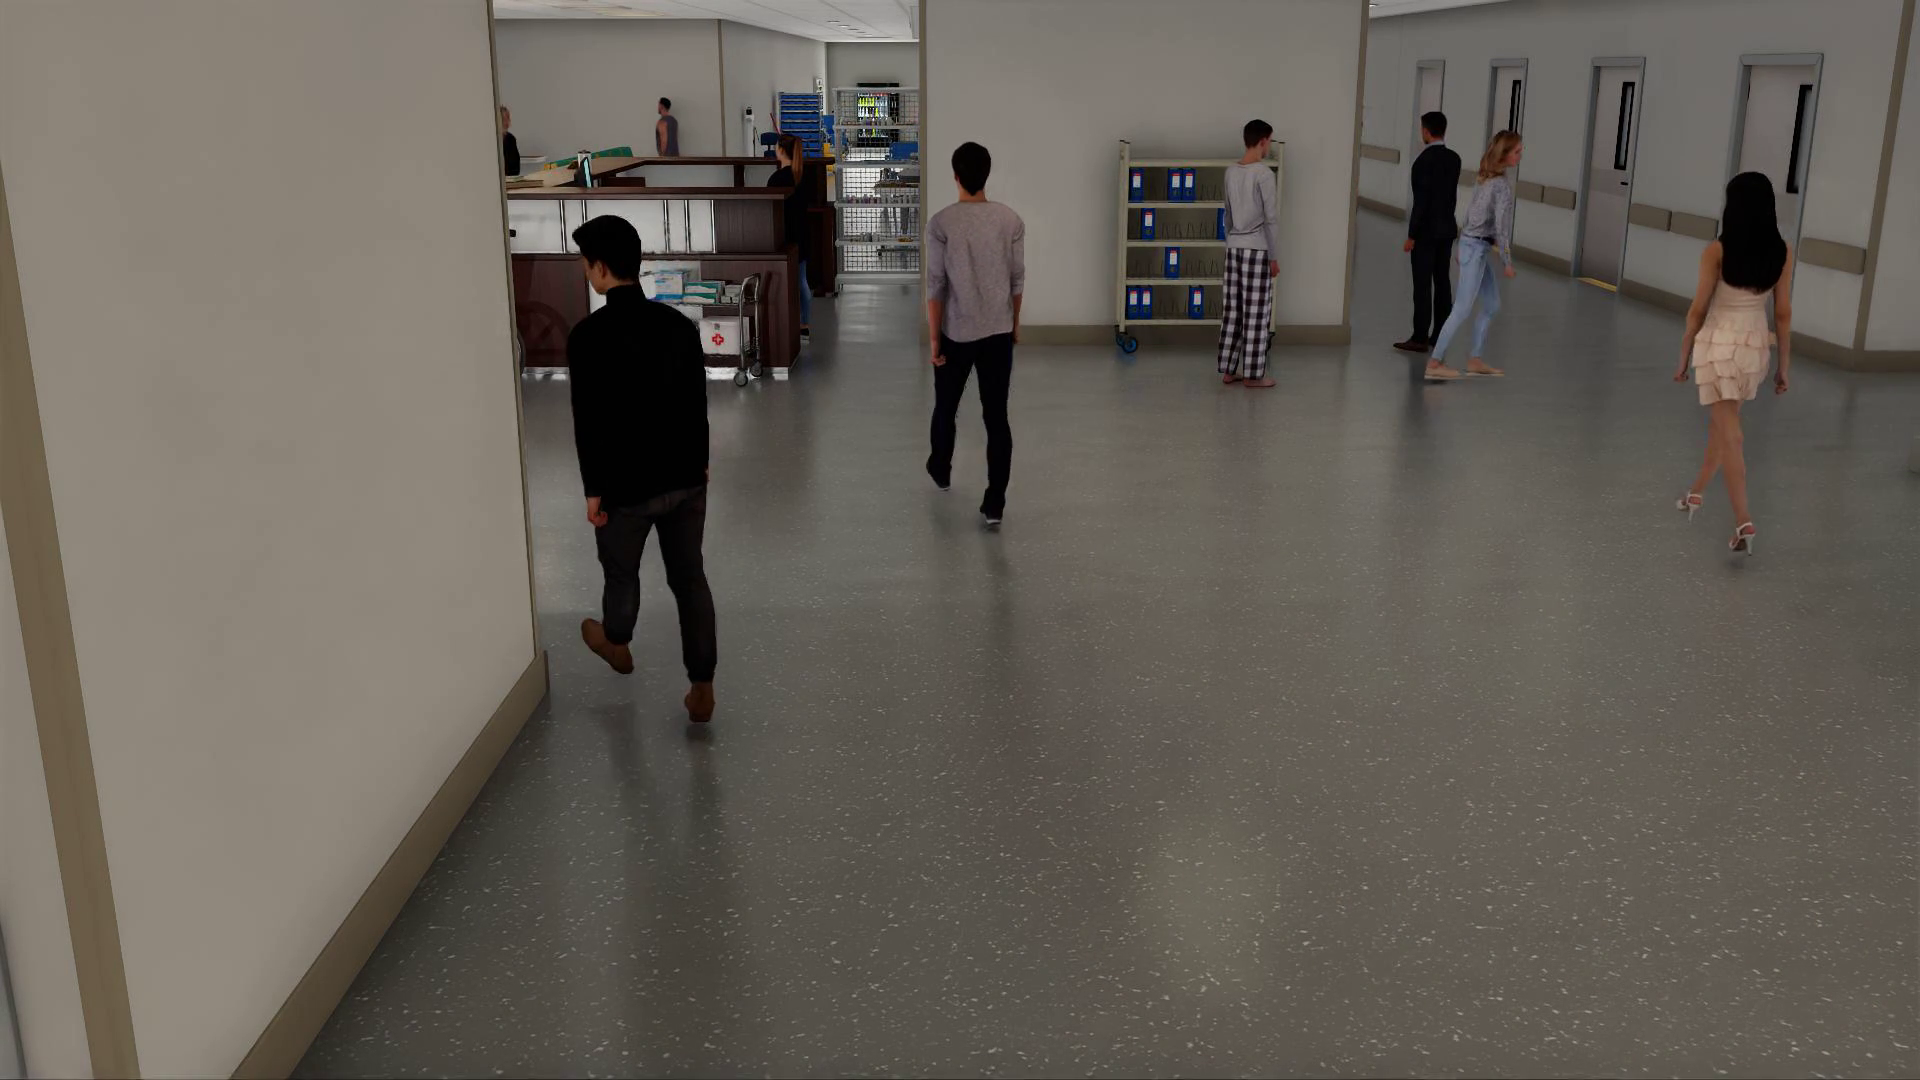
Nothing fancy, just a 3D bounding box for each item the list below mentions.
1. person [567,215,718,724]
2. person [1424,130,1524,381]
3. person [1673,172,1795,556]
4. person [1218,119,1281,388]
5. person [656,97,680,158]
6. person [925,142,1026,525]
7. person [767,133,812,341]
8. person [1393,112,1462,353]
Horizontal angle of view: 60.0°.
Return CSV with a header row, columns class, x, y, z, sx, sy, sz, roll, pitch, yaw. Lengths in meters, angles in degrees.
class,x,y,z,sx,sy,sz,roll,pitch,yaw
person,-1.010,-0.189,5.553,1.151,1.673,1.080,-8,18,-26
person,3.564,-1.961,11.704,0.779,1.747,0.629,-2,16,-6
person,3.522,-0.749,7.526,0.969,1.680,0.643,0,16,0
person,2.035,-2.011,11.697,0.732,1.846,0.706,-11,19,-35
person,-4.806,-6.359,27.450,0.702,1.843,0.709,7,17,24
person,0.104,-0.966,8.065,1.085,1.805,0.834,-2,16,-8
person,-1.390,-2.475,13.640,0.745,1.684,0.719,11,19,34
person,3.733,-2.437,13.180,0.713,1.861,0.799,-11,19,-35
